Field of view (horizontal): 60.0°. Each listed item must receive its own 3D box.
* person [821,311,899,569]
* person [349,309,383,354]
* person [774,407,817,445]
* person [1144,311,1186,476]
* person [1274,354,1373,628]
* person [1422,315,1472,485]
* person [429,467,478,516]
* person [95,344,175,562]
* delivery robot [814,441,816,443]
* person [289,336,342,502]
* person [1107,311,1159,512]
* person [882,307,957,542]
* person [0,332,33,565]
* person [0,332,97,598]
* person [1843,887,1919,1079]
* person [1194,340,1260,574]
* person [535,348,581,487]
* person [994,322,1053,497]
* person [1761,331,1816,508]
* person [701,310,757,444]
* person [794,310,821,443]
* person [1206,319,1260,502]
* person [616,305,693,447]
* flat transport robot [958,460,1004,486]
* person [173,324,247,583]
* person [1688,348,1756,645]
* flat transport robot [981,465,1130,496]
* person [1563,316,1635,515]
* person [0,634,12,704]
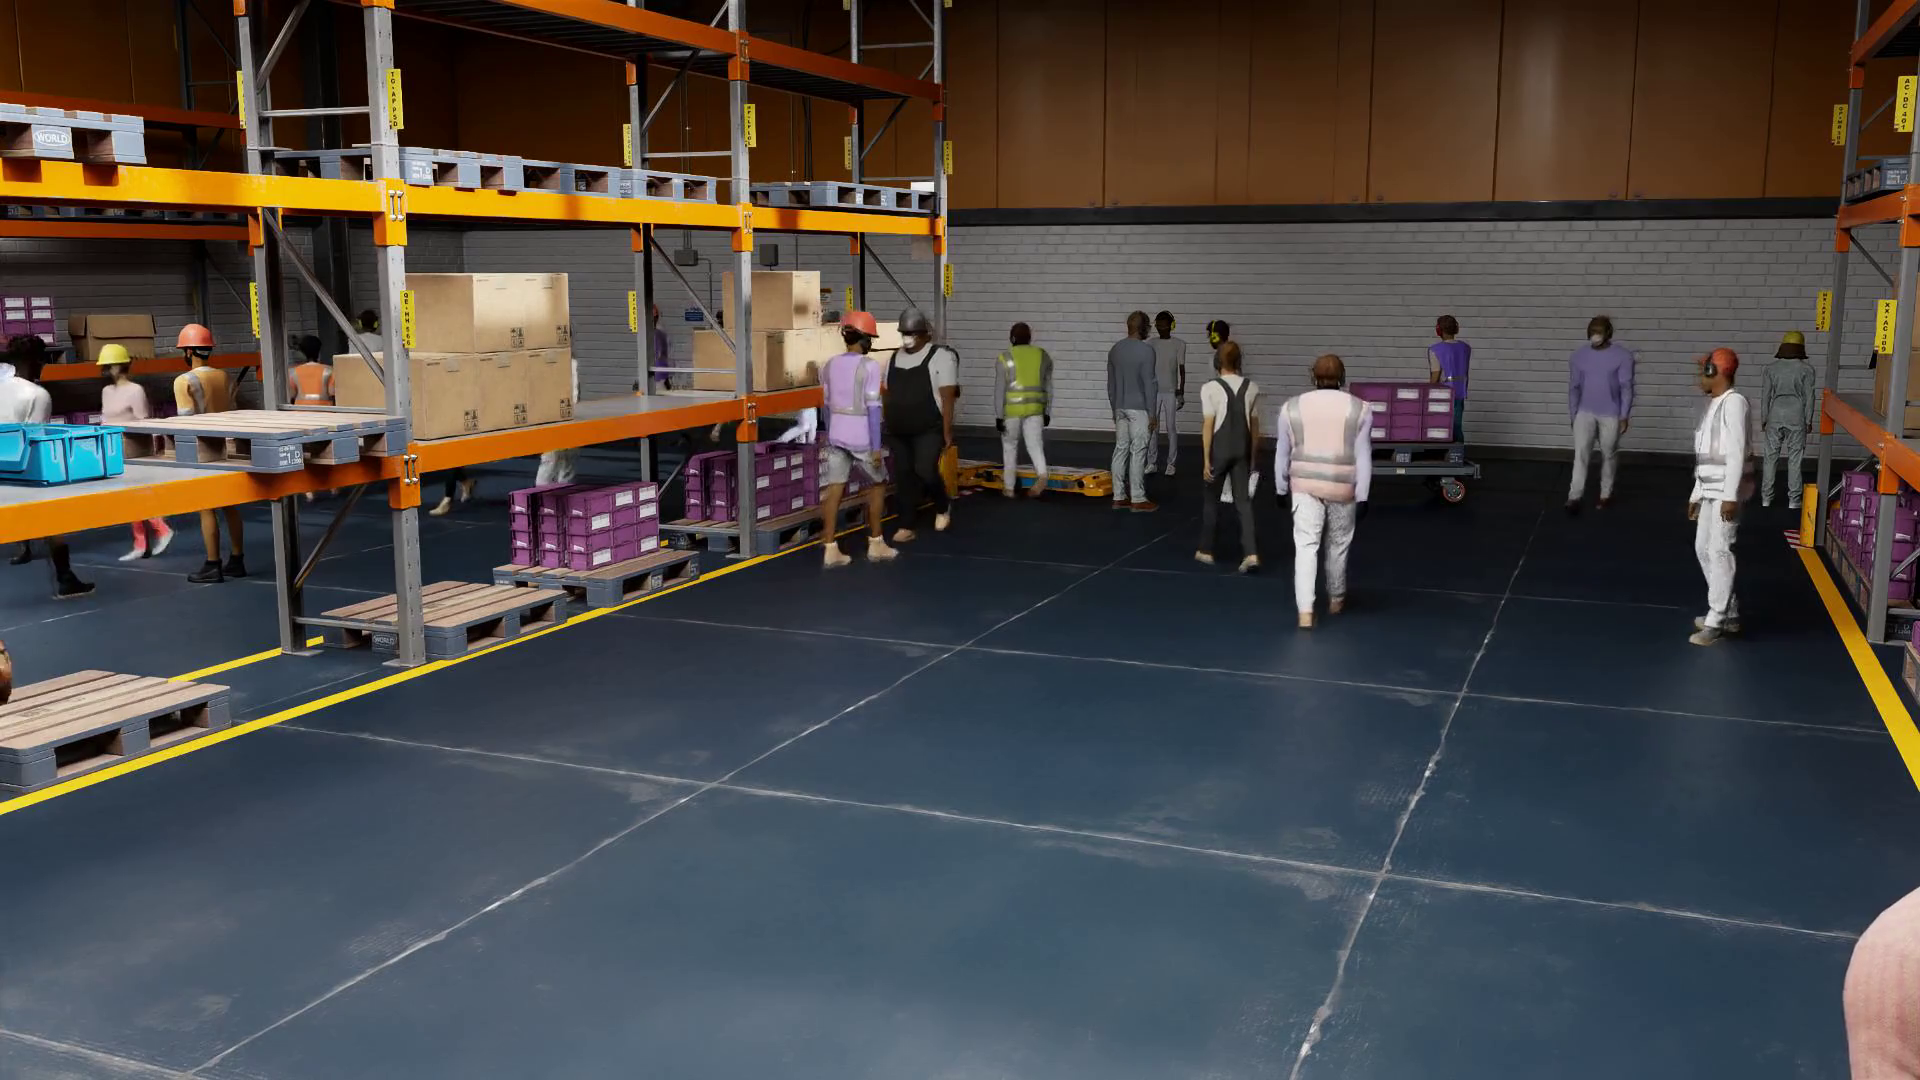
[{"bbox_3d":[-0.787,-0.793,13.130,0.667,2.004,0.847,8,12,38],"label":"person"},{"bbox_3d":[-7.010,-1.838,19.951,0.520,1.855,0.406,0,9,1],"label":"person"},{"bbox_3d":[-1.883,-1.673,19.314,0.707,1.735,0.531,-2,10,-13],"label":"person"},{"bbox_3d":[2.302,-1.658,18.838,0.517,1.861,0.328,5,11,28],"label":"person"},{"bbox_3d":[2.405,-0.335,11.041,0.648,1.791,0.980,3,10,19],"label":"person"},{"bbox_3d":[5.233,-1.485,17.850,0.563,1.839,0.393,-5,11,-29],"label":"person"},{"bbox_3d":[-4.869,-1.086,15.876,0.545,1.684,0.545,7,12,37],"label":"person"},{"bbox_3d":[-6.637,-0.685,13.270,0.530,1.757,0.390,7,12,37],"label":"person"},{"bbox_3d":[-1.260,-1.002,18.521,0.707,0.478,0.477,3,10,20],"label":"delivery robot"},{"bbox_3d":[-6.505,-1.223,16.778,0.560,1.677,0.642,-2,10,-10],"label":"person"},{"bbox_3d":[1.677,-1.240,16.067,0.353,1.936,0.635,-6,11,-34],"label":"person"},{"bbox_3d":[-0.384,-0.994,14.267,0.701,2.000,0.585,5,10,27],"label":"person"},{"bbox_3d":[-7.626,-0.759,13.160,0.547,1.934,0.376,-1,9,-5],"label":"person"},{"bbox_3d":[-6.592,-0.477,11.545,0.612,1.919,0.963,4,10,22],"label":"person"},{"bbox_3d":[1.437,1.077,2.106,0.651,1.912,0.409,-1,9,-5],"label":"person"},{"bbox_3d":[2.114,-0.646,12.914,0.522,1.804,0.958,-2,10,-14],"label":"person"},{"bbox_3d":[-3.644,-1.035,14.976,0.356,1.896,0.705,4,10,22],"label":"person"},{"bbox_3d":[0.669,-1.297,16.828,0.655,1.809,0.777,-2,10,-15],"label":"person"},{"bbox_3d":[8.114,-1.179,16.309,0.484,1.736,0.308,8,12,40],"label":"person"},{"bbox_3d":[-3.102,-2.181,22.210,0.932,1.786,0.672,6,11,33],"label":"person"},{"bbox_3d":[-1.693,-1.931,20.323,1.026,1.927,0.720,1,9,5],"label":"person"},{"bbox_3d":[2.688,-1.255,16.445,0.632,1.840,0.593,8,12,41],"label":"person"},{"bbox_3d":[-3.976,-2.136,21.715,1.045,1.882,0.546,0,9,2],"label":"person"},{"bbox_3d":[-0.224,-0.766,18.232,1.431,0.197,0.652,8,12,40],"label":"flat transport robot"},{"bbox_3d":[-5.651,-0.644,12.454,0.376,1.935,0.550,3,10,20],"label":"person"},{"bbox_3d":[4.825,-0.273,10.485,0.388,1.856,0.669,1,9,9],"label":"person"},{"bbox_3d":[1.002,-0.636,17.448,1.431,0.197,0.652,6,11,30],"label":"flat transport robot"},{"bbox_3d":[6.084,-1.182,15.875,0.646,1.887,1.016,6,11,34],"label":"person"},{"bbox_3d":[-2.324,0.952,3.776,0.402,1.604,0.632,-5,11,-27],"label":"person"}]
